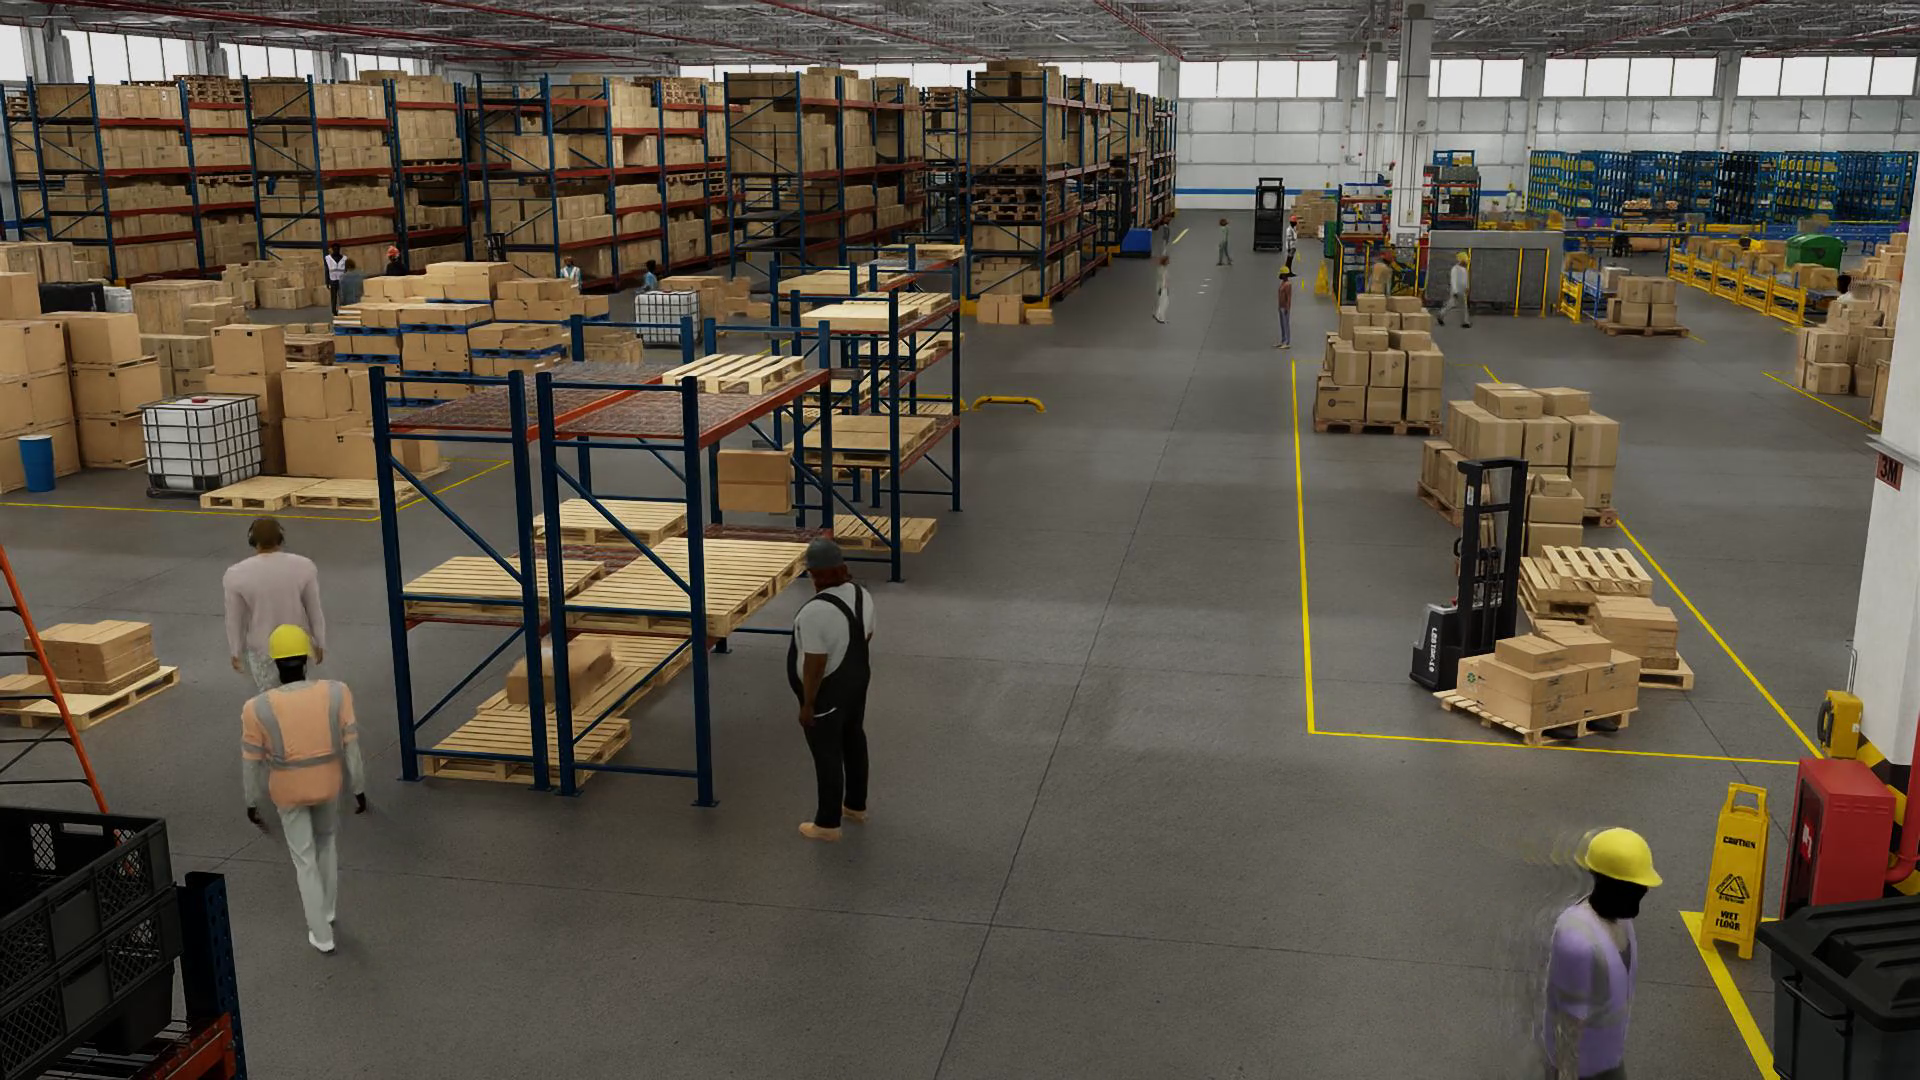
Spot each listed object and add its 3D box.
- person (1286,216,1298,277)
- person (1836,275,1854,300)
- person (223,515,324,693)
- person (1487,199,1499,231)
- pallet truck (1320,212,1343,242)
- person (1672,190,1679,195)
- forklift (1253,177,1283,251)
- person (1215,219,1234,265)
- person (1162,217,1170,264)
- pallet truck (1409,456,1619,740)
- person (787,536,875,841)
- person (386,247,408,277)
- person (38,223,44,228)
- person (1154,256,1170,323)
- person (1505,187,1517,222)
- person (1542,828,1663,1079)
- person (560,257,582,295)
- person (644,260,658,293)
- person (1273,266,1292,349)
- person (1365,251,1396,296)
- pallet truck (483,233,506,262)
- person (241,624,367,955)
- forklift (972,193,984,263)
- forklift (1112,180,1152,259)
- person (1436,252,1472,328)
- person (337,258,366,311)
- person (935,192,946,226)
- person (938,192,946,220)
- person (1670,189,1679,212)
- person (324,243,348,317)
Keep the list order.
[{"bbox_3d":[10.649,-9.422,53.389,0.351,1.942,0.545,8,16,29],"label":"person"},{"bbox_3d":[16.660,-4.079,31.716,0.941,1.924,0.635,4,14,16],"label":"person"},{"bbox_3d":[-4.949,0.769,12.047,0.642,1.920,0.453,-10,17,-34],"label":"person"},{"bbox_3d":[23.092,-13.891,72.035,0.791,1.756,0.534,4,14,17],"label":"person"},{"bbox_3d":[15.874,-13.227,70.310,0.680,1.201,1.601,10,17,35],"label":"pallet truck"},{"bbox_3d":[36.185,-16.947,84.242,0.584,1.790,1.011,2,14,7],"label":"person"},{"bbox_3d":[12.083,-12.747,64.956,1.129,2.768,1.873,3,14,10],"label":"forklift"},{"bbox_3d":[9.220,-10.344,57.801,0.627,1.613,0.519,9,16,32],"label":"person"},{"bbox_3d":[7.284,-10.579,58.718,0.288,1.634,0.499,0,14,0],"label":"person"},{"bbox_3d":[4.504,0.400,13.395,0.823,1.965,1.885,-6,15,-23],"label":"pallet truck"},{"bbox_3d":[-0.887,0.966,11.009,0.536,2.000,0.684,8,16,30],"label":"person"},{"bbox_3d":[-12.967,-5.730,38.288,0.623,1.992,0.392,7,16,28],"label":"person"},{"bbox_3d":[-33.547,-11.254,61.033,0.652,1.843,1.000,9,17,33],"label":"person"},{"bbox_3d":[4.969,-6.101,40.537,0.373,1.623,0.544,5,15,20],"label":"person"},{"bbox_3d":[28.418,-17.303,85.726,0.597,1.790,0.942,0,14,1],"label":"person"},{"bbox_3d":[2.529,2.054,6.862,0.721,1.903,0.591,13,19,41],"label":"person"},{"bbox_3d":[-9.417,-6.042,40.307,0.527,1.631,0.321,0,14,1],"label":"person"},{"bbox_3d":[-7.064,-5.657,38.620,0.565,1.677,0.552,1,14,2],"label":"person"},{"bbox_3d":[6.964,-5.014,35.858,0.323,1.765,0.534,-2,14,-7],"label":"person"},{"bbox_3d":[9.854,-5.801,38.835,0.823,1.869,0.620,-6,15,-23],"label":"person"},{"bbox_3d":[-11.832,-7.026,43.548,1.885,1.965,0.823,8,16,28],"label":"pallet truck"},{"bbox_3d":[-3.790,1.392,9.549,0.620,1.900,0.750,-10,17,-34],"label":"person"},{"bbox_3d":[1.074,-10.678,56.558,1.129,2.768,1.873,3,14,10],"label":"forklift"},{"bbox_3d":[6.082,-11.722,60.796,1.873,2.768,1.129,2,14,9],"label":"forklift"},{"bbox_3d":[11.833,-5.961,39.635,0.583,1.806,0.857,-10,17,-35],"label":"person"},{"bbox_3d":[-13.154,-5.117,35.954,0.484,1.925,0.637,9,17,34],"label":"person"},{"bbox_3d":[-0.918,-16.426,82.065,0.662,1.823,0.507,3,14,12],"label":"person"},{"bbox_3d":[-0.866,-17.521,86.532,0.602,1.815,0.606,2,14,7],"label":"person"},{"bbox_3d":[34.210,-15.942,79.767,0.504,1.983,0.672,-2,14,-10],"label":"person"},{"bbox_3d":[-15.401,-6.402,41.200,0.587,1.911,0.397,-7,16,-28],"label":"person"}]
